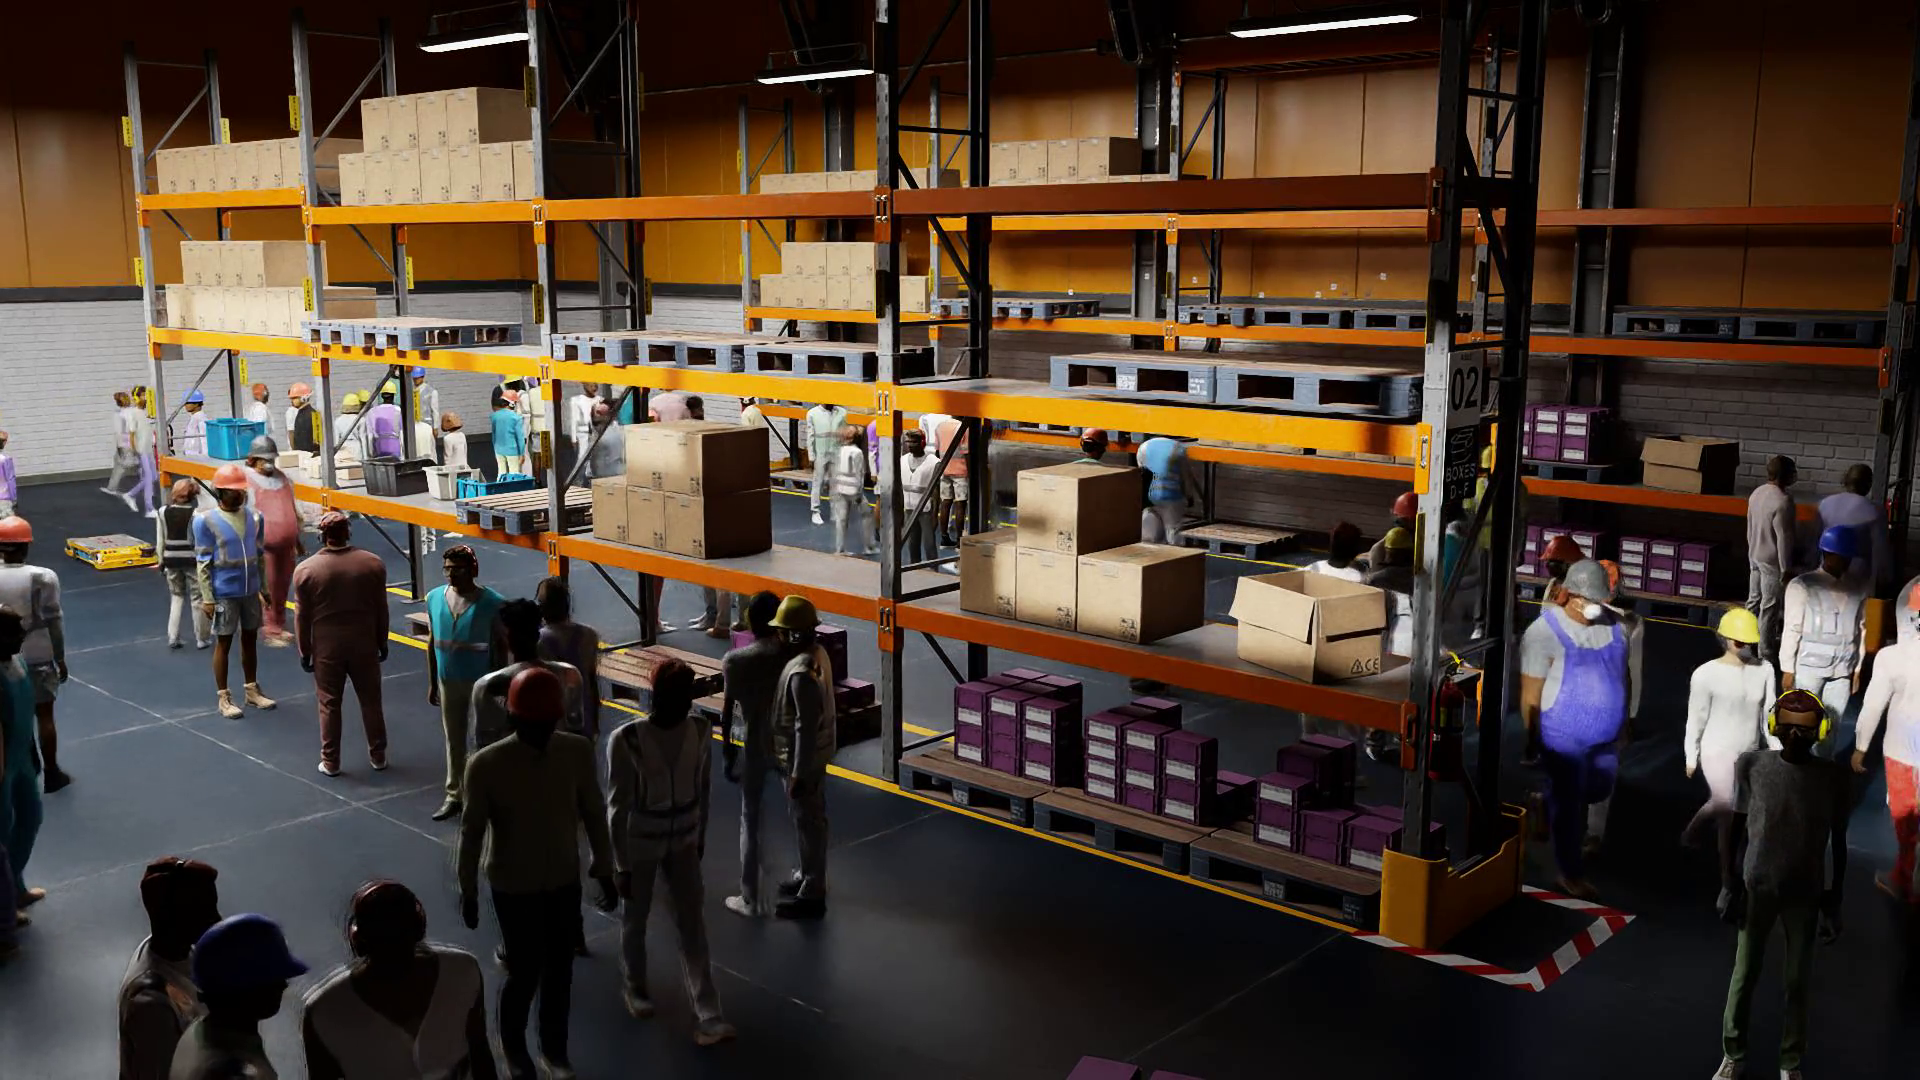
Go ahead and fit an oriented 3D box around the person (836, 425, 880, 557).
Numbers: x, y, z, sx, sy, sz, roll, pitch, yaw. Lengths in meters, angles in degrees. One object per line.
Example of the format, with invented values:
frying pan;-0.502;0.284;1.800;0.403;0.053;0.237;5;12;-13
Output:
person;-1.214;-0.589;20.210;0.721;1.609;0.538;-6;12;-30

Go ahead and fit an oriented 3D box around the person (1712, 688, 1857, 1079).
person;3.623;1.563;7.338;0.509;1.872;0.328;5;11;26

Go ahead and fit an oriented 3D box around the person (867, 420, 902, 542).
person;-0.921;-0.916;21.213;0.386;1.924;0.549;9;14;42

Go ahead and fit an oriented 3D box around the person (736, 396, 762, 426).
person;-3.075;-1.368;24.268;0.360;1.743;0.567;3;10;15

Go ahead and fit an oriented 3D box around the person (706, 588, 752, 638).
person;-2.243;0.027;16.096;0.429;1.847;0.626;9;13;41

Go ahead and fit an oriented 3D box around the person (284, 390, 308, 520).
person;-9.162;-1.211;23.088;0.343;1.847;0.507;-1;10;-4

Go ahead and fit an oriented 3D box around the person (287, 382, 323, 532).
person;-8.654;-1.098;22.035;0.401;1.990;0.622;-8;13;-39

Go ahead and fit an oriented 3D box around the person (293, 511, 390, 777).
person;-4.424;0.740;11.932;0.643;1.901;0.397;-5;11;-26

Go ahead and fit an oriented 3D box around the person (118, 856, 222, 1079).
person;-2.480;1.913;5.346;0.373;1.879;0.586;-3;11;-18

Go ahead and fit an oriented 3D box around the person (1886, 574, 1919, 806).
person;6.493;0.898;11.038;0.636;1.900;0.400;-4;11;-22

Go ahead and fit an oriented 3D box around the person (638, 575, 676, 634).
person;-3.012;-0.025;16.216;0.399;1.906;0.603;-6;12;-30

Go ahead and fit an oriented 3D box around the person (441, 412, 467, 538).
person;-6.570;-0.848;21.661;0.284;1.625;0.510;1;10;8

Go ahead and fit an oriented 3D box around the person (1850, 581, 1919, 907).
person;5.360;1.195;9.232;0.619;1.955;0.958;1;10;3

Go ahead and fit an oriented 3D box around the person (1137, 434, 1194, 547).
person;2.341;-0.492;19.097;0.666;1.835;0.449;7;12;36

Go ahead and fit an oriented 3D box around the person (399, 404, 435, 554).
person;-6.668;-0.774;20.428;0.392;1.914;0.587;2;10;11

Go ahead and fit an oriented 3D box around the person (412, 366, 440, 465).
person;-8.459;-1.790;26.112;0.605;1.939;0.416;2;10;12

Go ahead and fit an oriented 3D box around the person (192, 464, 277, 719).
person;-5.826;0.402;13.404;0.366;2.047;0.608;6;12;31

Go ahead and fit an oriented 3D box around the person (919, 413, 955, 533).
person;-0.263;-1.024;21.965;0.567;1.878;0.351;2;10;10

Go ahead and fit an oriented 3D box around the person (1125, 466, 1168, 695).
person;1.533;0.347;14.000;0.475;1.938;0.650;-1;10;-3

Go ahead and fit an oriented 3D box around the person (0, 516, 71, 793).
person;-6.482;0.801;11.520;0.552;1.926;0.424;-2;10;-14

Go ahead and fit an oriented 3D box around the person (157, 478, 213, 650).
person;-7.216;0.235;15.517;0.532;1.634;0.357;1;10;6

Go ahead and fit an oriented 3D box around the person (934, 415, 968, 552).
person;-0.049;-0.840;20.651;0.613;1.963;0.362;10;14;44

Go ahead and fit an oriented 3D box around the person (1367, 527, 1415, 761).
person;3.203;0.767;12.231;0.489;1.737;0.322;1;10;8

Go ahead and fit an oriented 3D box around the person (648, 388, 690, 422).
person;-4.178;-1.405;23.923;0.633;1.938;0.356;-6;12;-30

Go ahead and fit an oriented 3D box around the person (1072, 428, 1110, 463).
person;1.313;-0.120;16.416;0.610;2.032;0.405;10;14;44

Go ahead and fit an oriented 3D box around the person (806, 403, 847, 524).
person;-1.818;-1.170;22.696;0.586;1.910;0.394;-6;11;-29

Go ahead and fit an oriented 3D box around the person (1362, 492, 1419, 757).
person;3.288;0.620;12.356;0.617;1.984;0.410;-5;11;-27

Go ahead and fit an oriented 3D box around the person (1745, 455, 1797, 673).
person;7.228;0.206;14.815;0.373;1.940;0.628;0;10;-2

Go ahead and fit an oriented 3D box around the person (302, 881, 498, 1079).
person;-1.803;1.941;5.388;0.572;1.815;0.912;-9;13;-41

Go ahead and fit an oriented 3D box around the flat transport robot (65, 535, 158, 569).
flat transport robot;-10.205;0.125;19.986;0.652;0.197;1.431;-9;14;-42

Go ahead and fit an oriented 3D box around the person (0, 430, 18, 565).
person;-11.321;-0.484;19.594;0.523;1.631;0.313;3;11;19

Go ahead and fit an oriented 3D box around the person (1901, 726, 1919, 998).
person;4.854;1.449;7.929;0.573;1.887;0.948;-1;10;-6

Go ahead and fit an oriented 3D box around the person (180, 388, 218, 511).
person;-9.875;-1.001;21.615;0.384;1.949;0.603;-8;13;-40

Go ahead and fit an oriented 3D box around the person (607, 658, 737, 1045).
person;-1.385;1.480;7.896;0.596;1.825;1.005;-6;12;-31
